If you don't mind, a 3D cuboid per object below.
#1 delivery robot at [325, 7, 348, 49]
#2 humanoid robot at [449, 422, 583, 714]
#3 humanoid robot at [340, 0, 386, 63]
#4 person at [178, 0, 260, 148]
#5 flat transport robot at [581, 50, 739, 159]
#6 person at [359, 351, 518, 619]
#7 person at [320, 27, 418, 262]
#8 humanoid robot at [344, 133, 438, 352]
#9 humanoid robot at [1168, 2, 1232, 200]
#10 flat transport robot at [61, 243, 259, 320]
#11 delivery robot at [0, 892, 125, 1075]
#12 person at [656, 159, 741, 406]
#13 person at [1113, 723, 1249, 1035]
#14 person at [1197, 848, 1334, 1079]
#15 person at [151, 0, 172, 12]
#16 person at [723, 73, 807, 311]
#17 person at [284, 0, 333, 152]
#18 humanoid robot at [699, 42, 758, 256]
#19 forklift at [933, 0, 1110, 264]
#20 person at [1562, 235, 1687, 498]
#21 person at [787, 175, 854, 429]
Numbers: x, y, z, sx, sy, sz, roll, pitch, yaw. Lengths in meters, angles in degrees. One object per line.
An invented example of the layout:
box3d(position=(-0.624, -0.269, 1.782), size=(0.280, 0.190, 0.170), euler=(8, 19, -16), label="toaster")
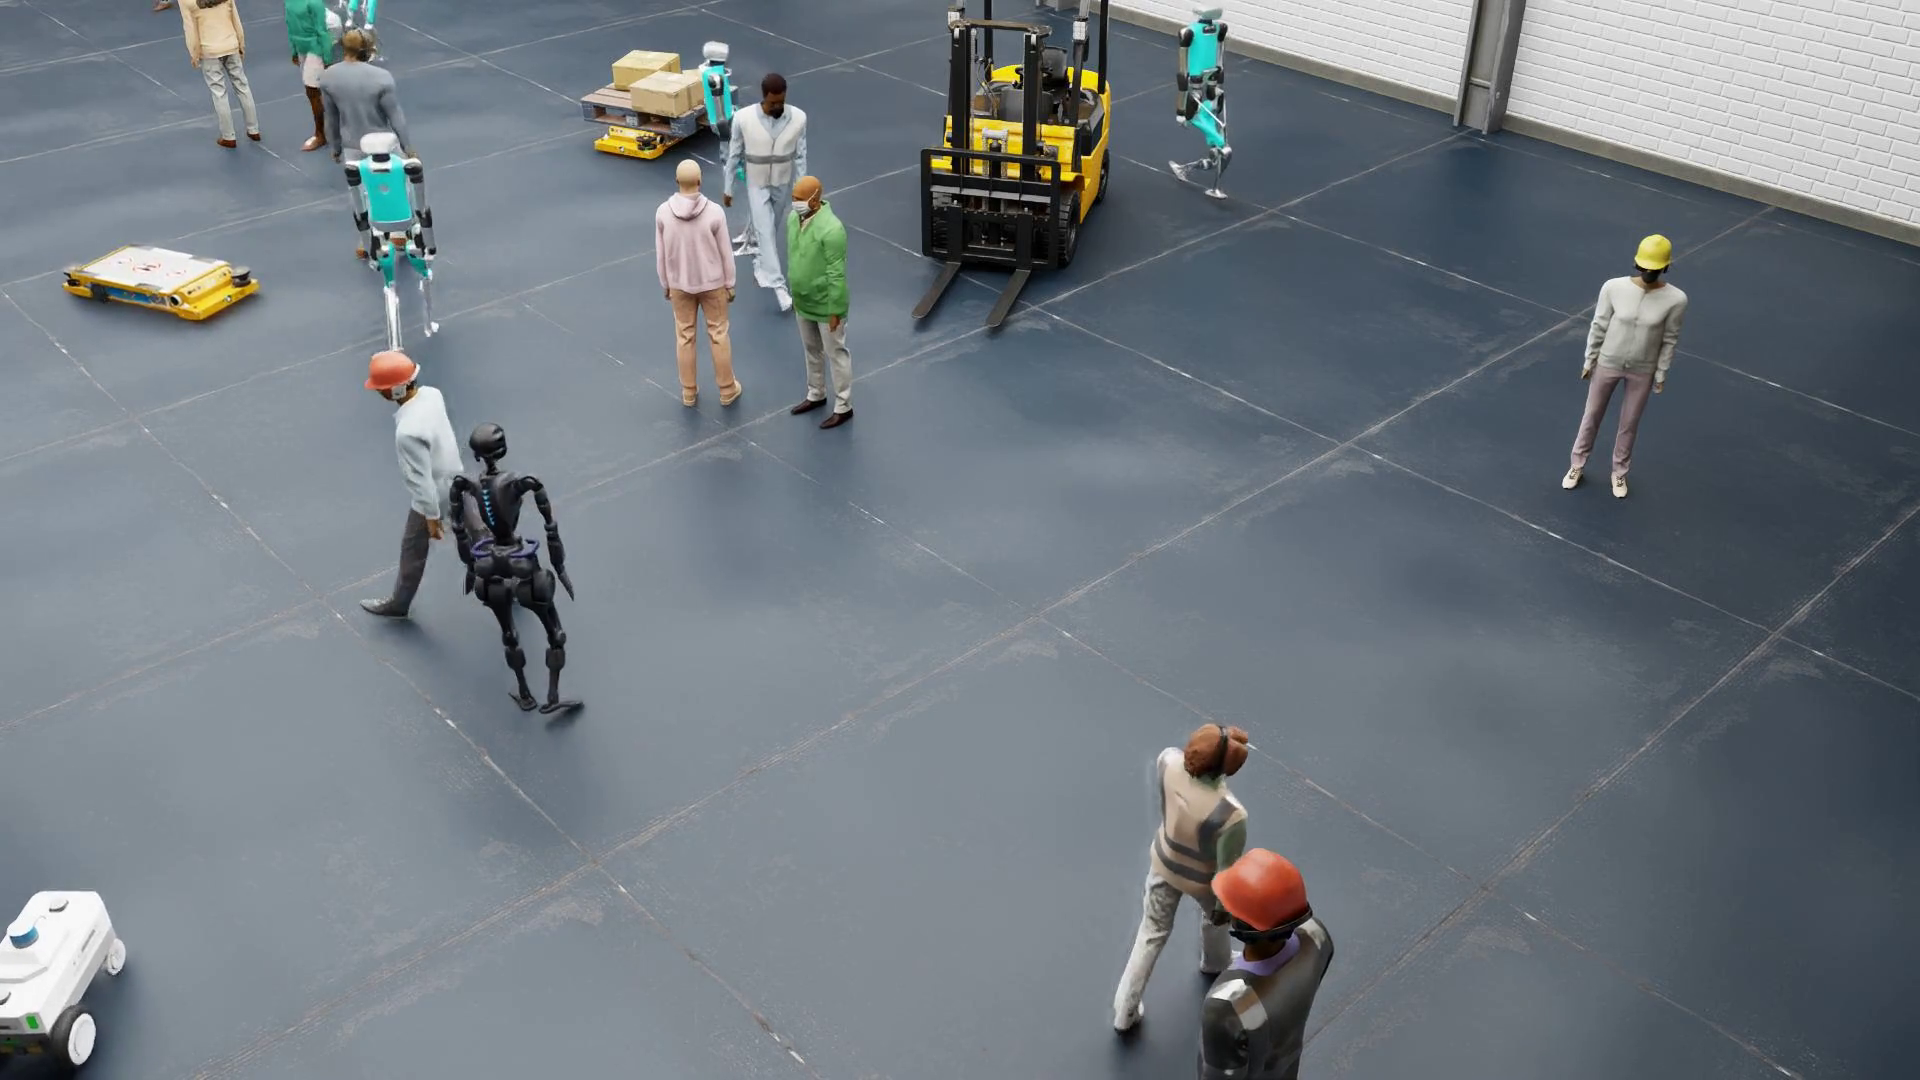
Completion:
box3d(position=(-7.295, -5.849, 18.894), size=(0.499, 0.587, 0.772), euler=(-23, 40, -31), label="delivery robot")
box3d(position=(-2.320, 0.180, 8.612), size=(0.618, 1.646, 0.421), euler=(4, 33, 6), label="humanoid robot")
box3d(position=(-6.566, -6.079, 18.195), size=(0.552, 1.806, 0.700), euler=(5, 33, 8), label="humanoid robot")
box3d(position=(-7.102, -4.703, 15.931), size=(0.413, 1.877, 0.549), euler=(28, 42, 35), label="person")
box3d(position=(-2.950, -4.131, 16.523), size=(0.659, 0.231, 1.431), euler=(15, 36, 21), label="flat transport robot")
box3d(position=(-3.023, -0.296, 9.322), size=(0.942, 1.689, 0.603), euler=(1, 33, 1), label="person")
box3d(position=(-4.790, -3.204, 13.589), size=(0.730, 1.912, 0.433), euler=(1, 33, 2), label="person")
box3d(position=(-4.100, -2.217, 12.264), size=(0.550, 1.788, 0.839), euler=(-5, 33, -8), label="humanoid robot")
box3d(position=(2.233, -3.807, 14.707), size=(0.554, 1.738, 1.058), euler=(-23, 39, -31), label="humanoid robot")
box3d(position=(-6.442, -2.083, 13.374), size=(1.431, 0.231, 0.659), euler=(13, 35, 19), label="flat transport robot")
box3d(position=(-3.899, 1.856, 7.052), size=(0.499, 0.587, 0.789), euler=(0, 33, 0), label="delivery robot")
box3d(position=(-1.808, -1.749, 11.472), size=(0.537, 1.782, 0.398), euler=(0, 33, 1), label="person")
box3d(position=(0.954, 1.360, 6.859), size=(0.813, 1.586, 0.513), euler=(-28, 42, -36), label="person")
box3d(position=(0.955, 1.852, 5.704), size=(0.370, 2.042, 0.613), euler=(26, 41, 34), label="person")
box3d(position=(-9.789, -7.195, 19.975), size=(0.467, 1.640, 0.386), euler=(23, 39, 31), label="person")
box3d(position=(-1.478, -2.725, 12.922), size=(0.675, 1.833, 1.027), euler=(-16, 36, -24), label="person")
box3d(position=(-6.174, -4.708, 15.983), size=(0.508, 1.824, 0.753), euler=(24, 40, 32), label="person")
box3d(position=(-1.770, -3.255, 13.783), size=(0.694, 1.742, 0.532), euler=(-6, 34, -10), label="humanoid robot")
box3d(position=(0.570, -3.725, 14.138), size=(1.214, 2.155, 2.313), euler=(9, 34, 13), label="forklift")
box3d(position=(4.196, -1.091, 10.478), size=(0.524, 1.768, 0.307), euler=(11, 35, 17), label="person")
box3d(position=(-0.969, -1.623, 11.287), size=(0.536, 1.779, 0.384), euler=(27, 42, 35), label="person")
